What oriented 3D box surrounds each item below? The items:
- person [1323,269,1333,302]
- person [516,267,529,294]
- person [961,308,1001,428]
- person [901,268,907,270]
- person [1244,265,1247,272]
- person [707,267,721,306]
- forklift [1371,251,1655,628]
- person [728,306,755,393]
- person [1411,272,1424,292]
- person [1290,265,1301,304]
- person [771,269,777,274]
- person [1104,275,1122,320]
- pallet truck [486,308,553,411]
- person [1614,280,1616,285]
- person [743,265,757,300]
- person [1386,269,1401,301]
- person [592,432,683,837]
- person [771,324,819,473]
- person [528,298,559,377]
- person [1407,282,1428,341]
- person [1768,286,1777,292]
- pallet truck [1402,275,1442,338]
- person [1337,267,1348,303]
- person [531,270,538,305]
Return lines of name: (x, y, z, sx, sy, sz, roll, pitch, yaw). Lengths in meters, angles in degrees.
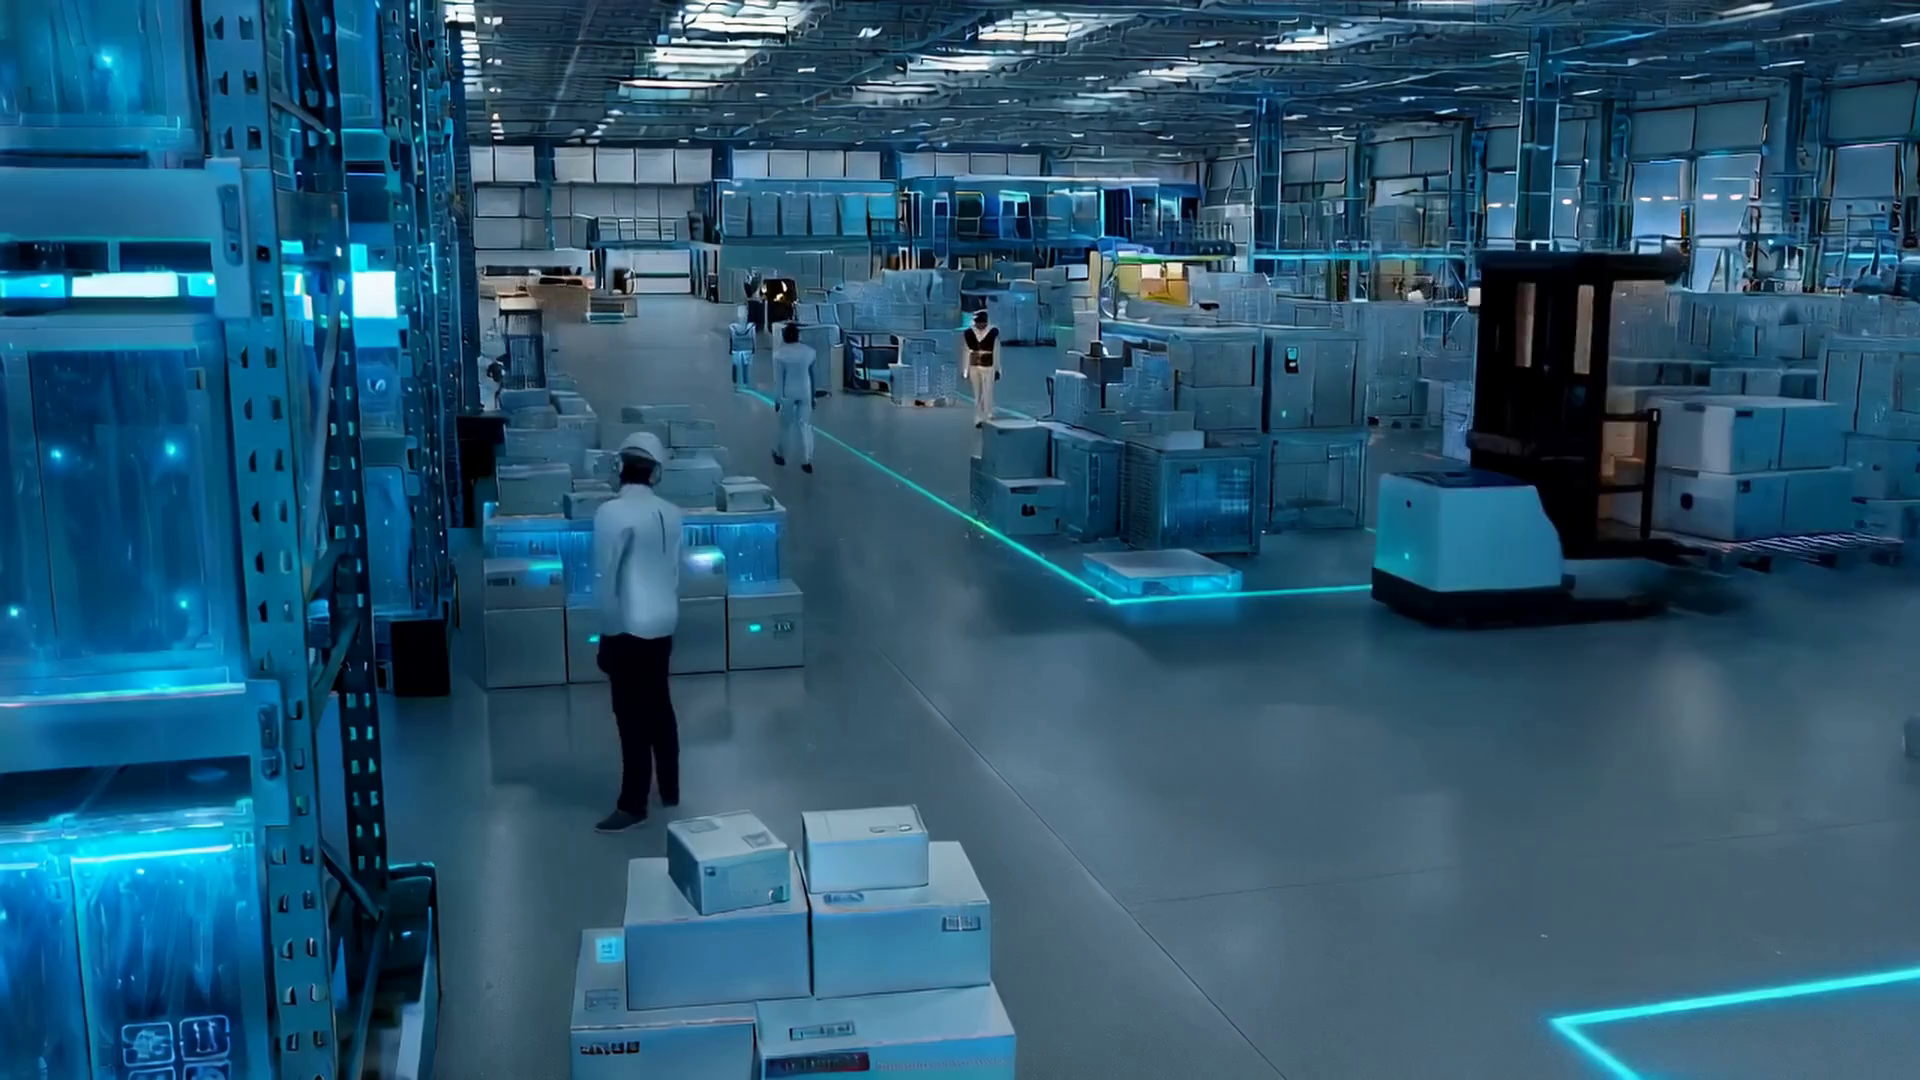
person: (17.532, -11.992, 79.112, 0.670, 1.810, 0.640, 5, 11, 28)
person: (-21.327, -12.340, 80.958, 0.601, 1.847, 0.846, -1, 10, -7)
person: (0.324, -2.693, 26.199, 0.617, 1.898, 0.506, 1, 10, 8)
person: (-2.184, -9.561, 64.709, 0.605, 2.035, 0.385, 8, 13, 40)
person: (13.493, -12.029, 78.791, 0.395, 1.994, 0.612, 0, 10, 2)
person: (-11.974, -12.318, 80.769, 0.596, 1.874, 0.994, -6, 12, -31)
forklift: (4.297, -0.826, 12.850, 1.873, 2.768, 1.129, -3, 10, -15)
person: (-4.294, -3.745, 32.730, 0.540, 1.696, 0.316, -3, 10, -16)
person: (21.094, -11.519, 76.747, 0.562, 1.700, 0.971, 2, 10, 11)
person: (16.747, -12.720, 82.833, 0.602, 1.949, 0.396, 2, 10, 13)
person: (-7.952, -10.694, 71.560, 0.566, 1.908, 0.653, -2, 10, -11)
person: (6.015, -9.502, 64.979, 0.554, 1.819, 0.971, -6, 12, -30)
pallet truck: (-6.242, -2.418, 24.362, 0.823, 1.965, 1.885, 1, 10, 3)
person: (19.173, -6.651, 48.404, 0.663, 1.964, 0.483, -4, 11, -20)
person: (-9.585, -11.600, 76.235, 0.683, 2.000, 0.537, 9, 14, 43)
person: (20.125, -11.712, 77.322, 0.895, 1.886, 0.582, -2, 10, -11)
person: (-1.644, 0.459, 8.262, 0.389, 1.948, 0.767, 5, 11, 25)
person: (-2.139, -1.833, 21.387, 0.666, 1.871, 1.048, -5, 11, -26)
person: (-8.108, -3.803, 32.571, 0.885, 1.874, 0.644, 4, 11, 23)
person: (13.761, -6.867, 50.135, 0.920, 1.805, 0.624, -7, 12, -34)
person: (21.576, -5.814, 44.082, 0.563, 1.845, 1.024, -7, 12, -33)
pallet truck: (14.620, -7.324, 52.145, 0.823, 1.965, 1.885, 8, 13, 40)
person: (17.841, -11.815, 77.777, 0.589, 1.927, 0.368, 1, 10, 4)
person: (-19.799, -11.683, 77.481, 0.319, 1.767, 0.534, -9, 13, -41)
